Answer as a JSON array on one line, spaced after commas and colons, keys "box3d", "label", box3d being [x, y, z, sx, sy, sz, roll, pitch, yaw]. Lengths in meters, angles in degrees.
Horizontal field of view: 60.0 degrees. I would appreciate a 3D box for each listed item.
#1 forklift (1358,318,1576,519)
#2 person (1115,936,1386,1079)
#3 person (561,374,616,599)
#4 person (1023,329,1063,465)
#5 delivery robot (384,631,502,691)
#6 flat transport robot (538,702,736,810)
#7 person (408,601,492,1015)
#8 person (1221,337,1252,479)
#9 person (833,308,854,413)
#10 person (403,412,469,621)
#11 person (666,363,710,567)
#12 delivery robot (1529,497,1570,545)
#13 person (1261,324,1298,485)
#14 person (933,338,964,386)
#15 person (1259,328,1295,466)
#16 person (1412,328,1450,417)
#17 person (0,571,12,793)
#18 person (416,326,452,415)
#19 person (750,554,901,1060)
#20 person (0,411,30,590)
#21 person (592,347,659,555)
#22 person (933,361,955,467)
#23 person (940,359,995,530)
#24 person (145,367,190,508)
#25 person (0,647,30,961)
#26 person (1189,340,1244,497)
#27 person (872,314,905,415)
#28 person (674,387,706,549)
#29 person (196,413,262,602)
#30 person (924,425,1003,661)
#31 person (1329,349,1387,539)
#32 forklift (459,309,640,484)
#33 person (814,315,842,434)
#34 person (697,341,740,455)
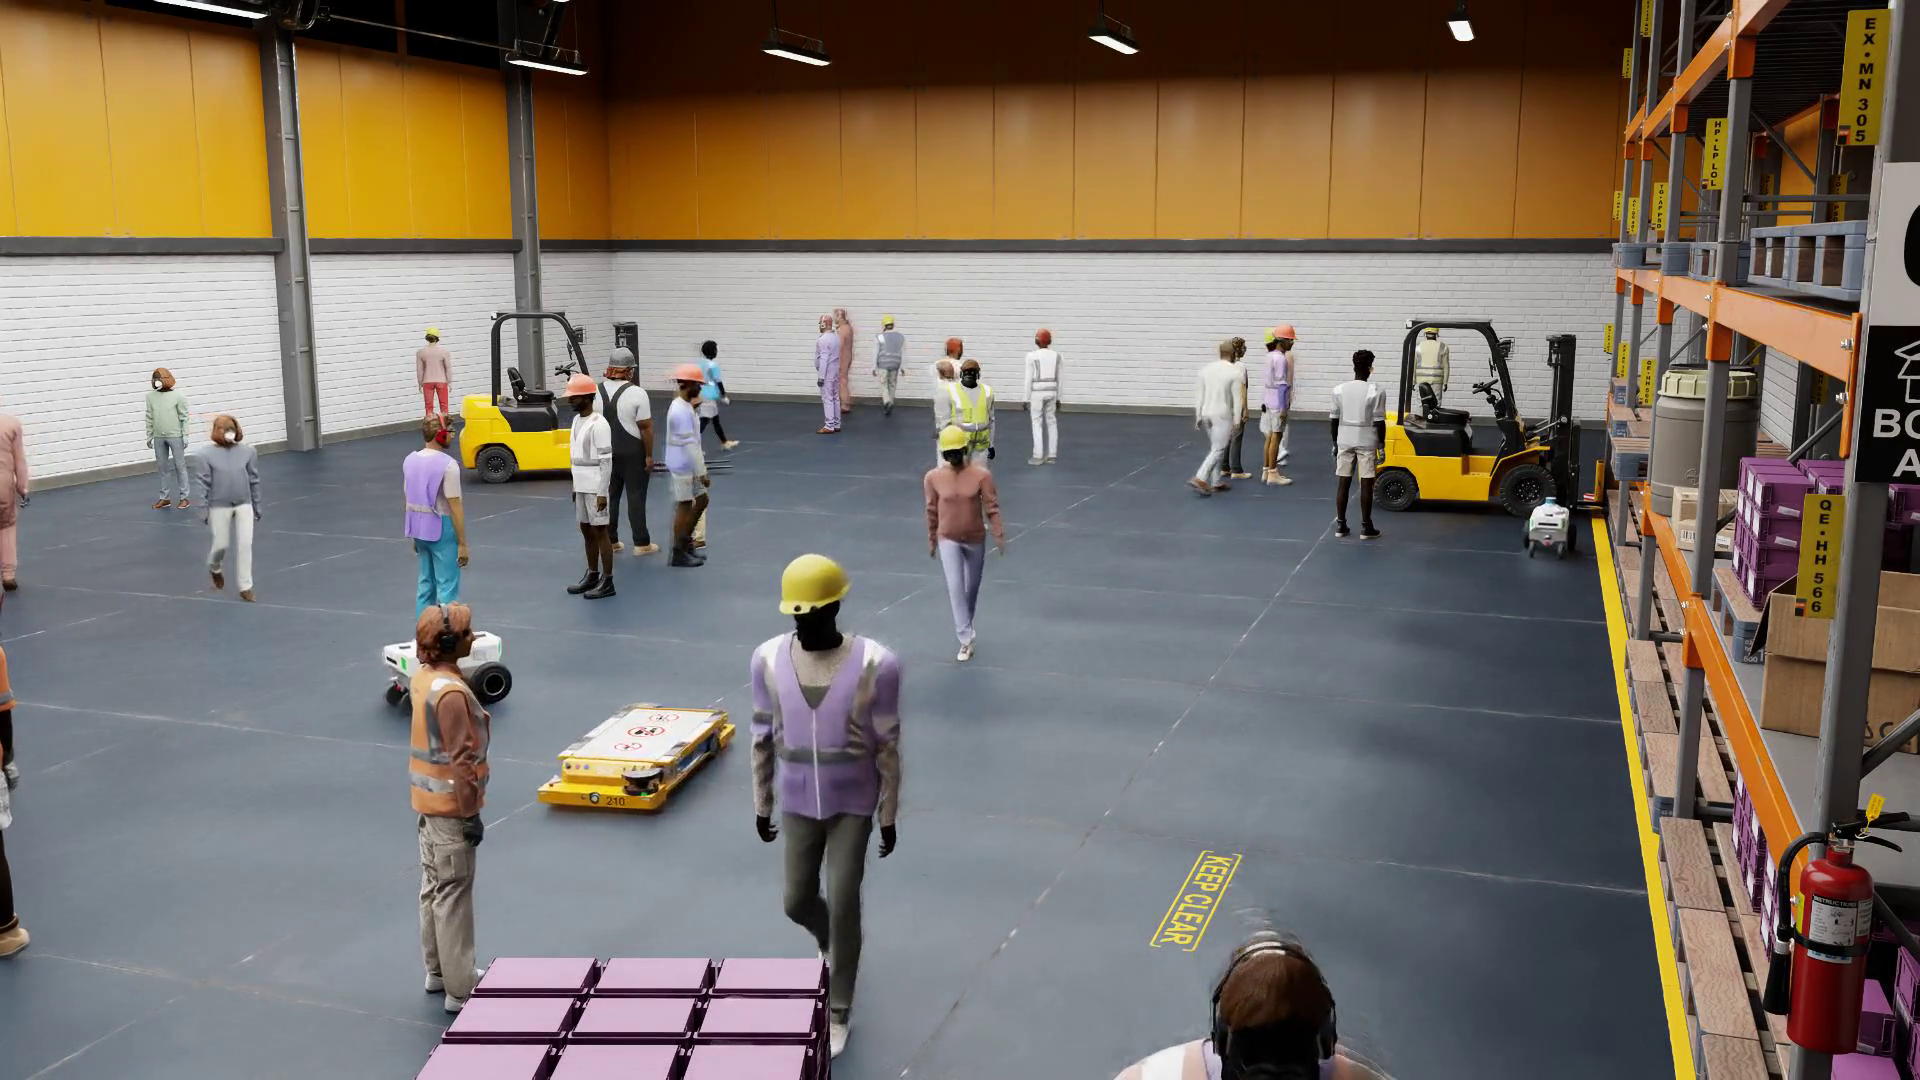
[{"box3d": [5.787, -1.437, 19.079, 2.313, 2.155, 1.214, 3, 11, 19], "label": "forklift"}, {"box3d": [0.542, 1.600, 3.142, 0.622, 1.791, 1.004, 2, 10, 11], "label": "person"}, {"box3d": [-3.205, -0.458, 14.291, 0.373, 1.935, 0.552, -8, 13, -38], "label": "person"}, {"box3d": [1.154, -1.977, 22.992, 0.583, 1.882, 0.338, -5, 11, -24], "label": "person"}, {"box3d": [-3.415, 0.772, 10.993, 0.707, 0.478, 0.477, -8, 13, -39], "label": "delivery robot"}, {"box3d": [-1.822, 1.215, 9.562, 0.652, 0.197, 1.431, 2, 10, 10], "label": "flat transport robot"}, {"box3d": [-2.020, 1.054, 6.607, 0.312, 1.642, 0.512, -6, 12, -31], "label": "person"}, {"box3d": [3.576, -1.712, 21.613, 0.345, 1.846, 0.508, -5, 11, -27], "label": "person"}, {"box3d": [-2.216, -3.223, 29.968, 0.558, 1.892, 0.681, 1, 10, 8], "label": "person"}, {"box3d": [-3.768, 0.003, 11.962, 0.572, 1.840, 0.373, 7, 12, 35], "label": "person"}, {"box3d": [-2.539, -0.699, 15.667, 0.473, 1.920, 0.558, 0, 10, -2], "label": "person"}, {"box3d": [5.795, -0.178, 16.341, 0.477, 0.478, 0.707, 4, 11, 22], "label": "delivery robot"}, {"box3d": [4.065, -1.718, 21.096, 0.394, 2.039, 0.614, 0, 10, -2], "label": "person"}, {"box3d": [-0.059, -1.638, 21.142, 0.571, 1.857, 0.663, 6, 12, 31], "label": "person"}, {"box3d": [4.340, -1.939, 22.729, 0.617, 1.903, 0.452, -7, 12, -33], "label": "person"}, {"box3d": [7.394, -2.514, 26.165, 0.594, 1.832, 0.404, 4, 11, 20], "label": "person"}, {"box3d": [-5.440, 0.457, 8.967, 0.374, 1.997, 0.613, 3, 11, 17], "label": "person"}, {"box3d": [-8.179, -2.434, 25.898, 0.526, 1.768, 0.331, -2, 10, -9], "label": "person"}, {"box3d": [-0.500, 0.967, 6.373, 0.588, 1.907, 0.624, 2, 10, 11], "label": "person"}, {"box3d": [-8.413, -0.440, 14.327, 0.672, 1.885, 0.588, -7, 12, -36], "label": "person"}, {"box3d": [-3.279, -0.874, 16.344, 0.688, 2.000, 0.539, 4, 11, 20], "label": "person"}, {"box3d": [-0.142, -1.363, 20.290, 0.362, 1.629, 0.561, 4, 11, 23], "label": "person"}, {"box3d": [0.098, -0.999, 17.620, 0.624, 1.841, 0.430, -4, 11, -22], "label": "person"}, {"box3d": [-9.136, -1.175, 19.179, 0.507, 1.632, 0.272, 1, 10, 5], "label": "person"}, {"box3d": [-4.232, 0.964, 6.959, 0.537, 1.696, 0.321, -4, 11, -23], "label": "person"}, {"box3d": [3.069, -1.473, 20.164, 0.804, 1.901, 0.648, -8, 13, -38], "label": "person"}, {"box3d": [-1.266, -3.108, 29.565, 0.611, 1.814, 0.713, -4, 11, -22], "label": "person"}, {"box3d": [-2.702, -0.723, 16.638, 0.282, 1.633, 0.498, -2, 10, -13], "label": "person"}, {"box3d": [-6.271, -0.293, 14.268, 0.502, 1.613, 0.627, -8, 13, -38], "label": "person"}, {"box3d": [0.018, -0.028, 12.476, 0.564, 1.720, 0.887, 0, 10, -1], "label": "person"}, {"box3d": [4.128, -0.992, 17.213, 0.611, 1.965, 0.362, 7, 12, 35], "label": "person"}, {"box3d": [-5.354, -1.902, 21.697, 2.313, 2.155, 1.214, -2, 10, -13], "label": "forklift"}, {"box3d": [-2.147, -2.667, 26.818, 0.402, 1.906, 0.652, 4, 11, 19], "label": "person"}, {"box3d": [-3.576, -2.056, 24.086, 0.881, 1.647, 0.540, -6, 12, -32], "label": "person"}]
